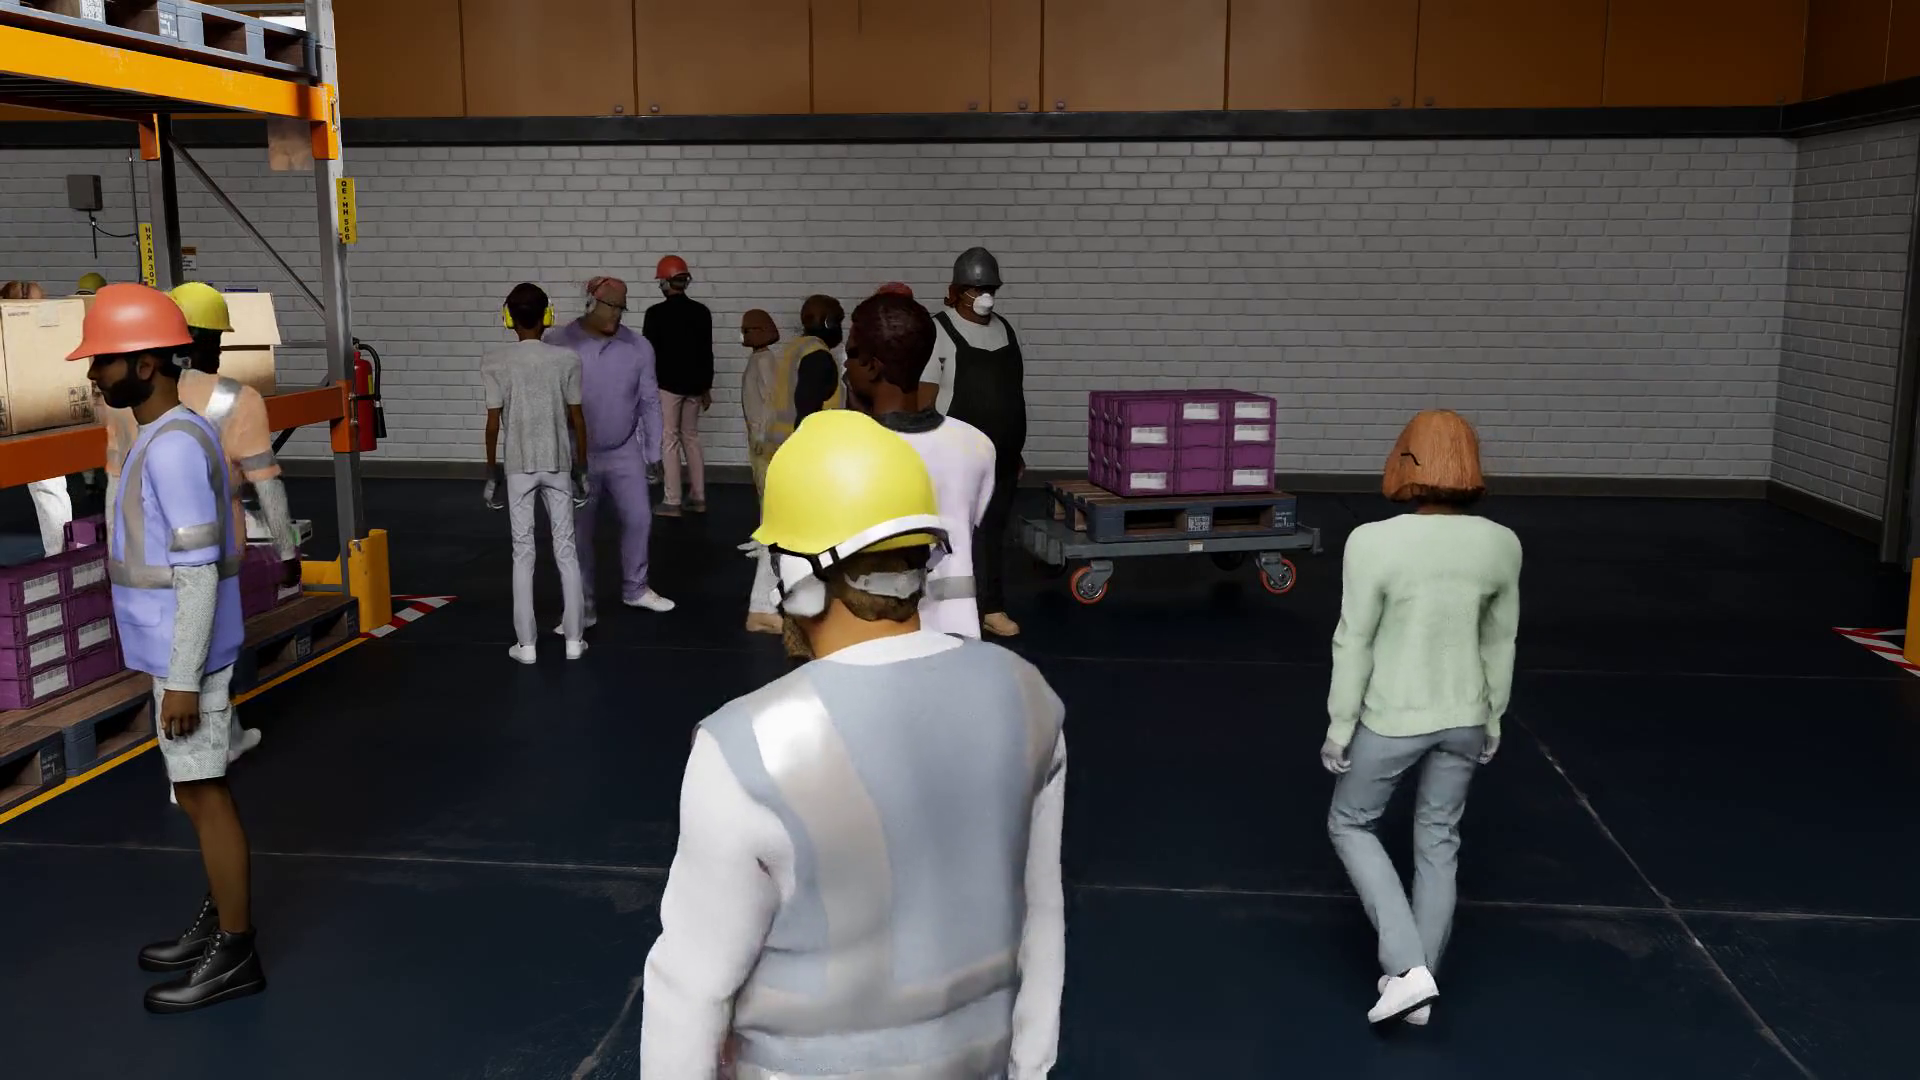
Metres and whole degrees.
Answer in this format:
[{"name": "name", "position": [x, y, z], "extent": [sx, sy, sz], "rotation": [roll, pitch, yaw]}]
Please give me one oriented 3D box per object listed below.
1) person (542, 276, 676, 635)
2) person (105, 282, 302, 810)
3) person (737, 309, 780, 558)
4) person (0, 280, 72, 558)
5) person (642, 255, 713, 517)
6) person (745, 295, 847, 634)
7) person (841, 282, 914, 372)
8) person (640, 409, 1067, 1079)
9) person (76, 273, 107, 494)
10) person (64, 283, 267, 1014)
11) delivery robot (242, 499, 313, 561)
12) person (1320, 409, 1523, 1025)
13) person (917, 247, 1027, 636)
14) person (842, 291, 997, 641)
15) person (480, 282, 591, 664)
[{"name": "person", "position": [-1.888, -0.462, 8.917], "extent": [0.809, 1.887, 0.500], "rotation": [-5, 11, -25]}, {"name": "person", "position": [-2.787, -0.002, 6.231], "extent": [0.612, 1.890, 0.871], "rotation": [1, 10, 8]}, {"name": "person", "position": [-1.327, -0.704, 11.002], "extent": [0.286, 1.636, 0.497], "rotation": [-3, 10, -15]}, {"name": "person", "position": [-5.521, -0.621, 9.935], "extent": [0.429, 1.846, 0.622], "rotation": [-5, 11, -24]}, {"name": "person", "position": [-2.158, -1.166, 12.659], "extent": [0.428, 1.976, 0.641], "rotation": [8, 13, 39]}, {"name": "person", "position": [-0.731, -0.396, 8.834], "extent": [0.921, 1.779, 0.693], "rotation": [-4, 11, -21]}, {"name": "person", "position": [-0.396, -0.449, 8.943], "extent": [0.589, 1.880, 0.644], "rotation": [-6, 11, -29]}, {"name": "person", "position": [-0.190, 0.730, 2.285], "extent": [0.591, 1.812, 0.605], "rotation": [9, 13, 41]}, {"name": "person", "position": [-7.120, -1.289, 13.786], "extent": [0.600, 1.831, 0.404], "rotation": [-1, 10, -8]}, {"name": "person", "position": [-2.113, 0.292, 4.444], "extent": [0.372, 1.933, 0.552], "rotation": [-5, 11, -26]}, {"name": "delivery robot", "position": [-4.196, 0.004, 9.772], "extent": [0.707, 0.478, 0.477], "rotation": [-1, 10, -5]}, {"name": "person", "position": [1.180, 0.477, 4.263], "extent": [0.531, 1.620, 0.370], "rotation": [-2, 10, -13]}, {"name": "person", "position": [0.095, -0.481, 8.568], "extent": [0.688, 2.000, 0.535], "rotation": [-7, 12, -36]}, {"name": "person", "position": [-0.144, 0.356, 4.114], "extent": [0.392, 1.922, 0.589], "rotation": [8, 13, 39]}, {"name": "person", "position": [-2.079, -0.322, 8.163], "extent": [0.521, 1.865, 0.328], "rotation": [-4, 11, -19]}]
